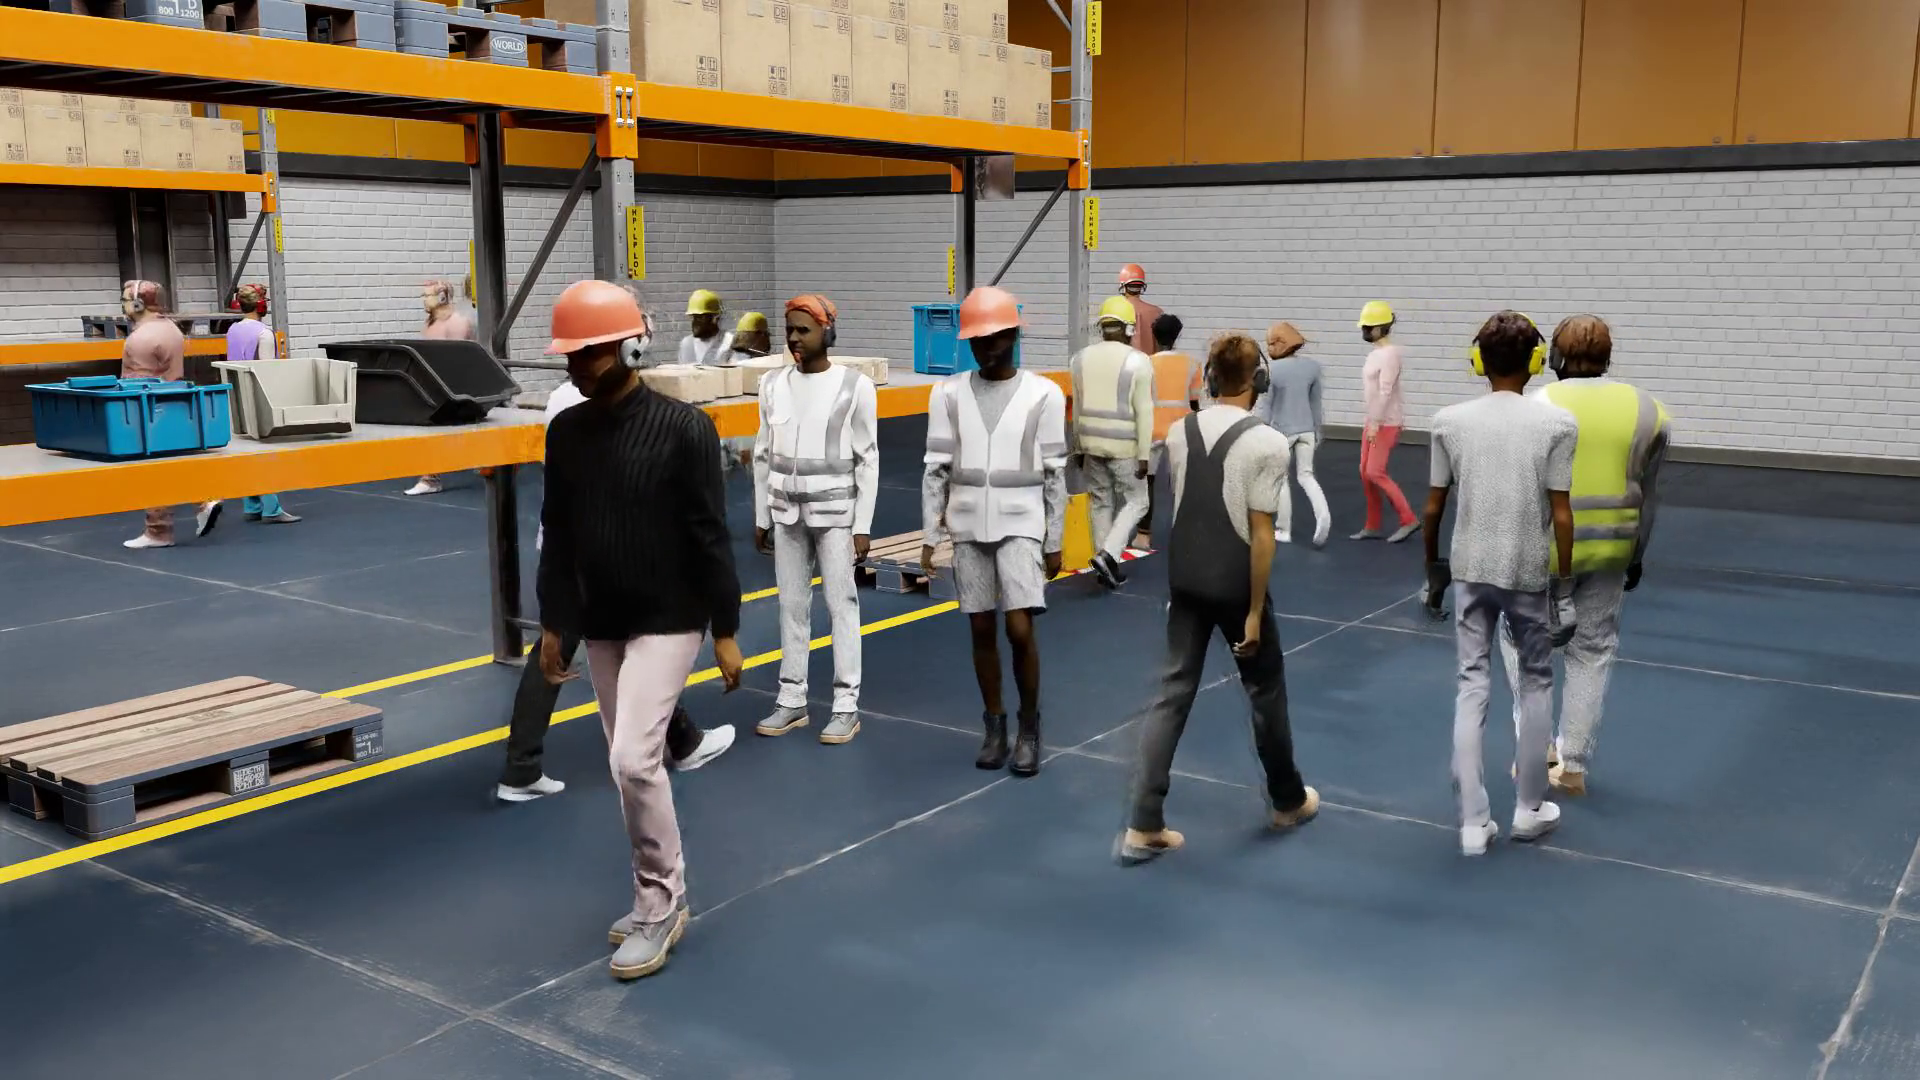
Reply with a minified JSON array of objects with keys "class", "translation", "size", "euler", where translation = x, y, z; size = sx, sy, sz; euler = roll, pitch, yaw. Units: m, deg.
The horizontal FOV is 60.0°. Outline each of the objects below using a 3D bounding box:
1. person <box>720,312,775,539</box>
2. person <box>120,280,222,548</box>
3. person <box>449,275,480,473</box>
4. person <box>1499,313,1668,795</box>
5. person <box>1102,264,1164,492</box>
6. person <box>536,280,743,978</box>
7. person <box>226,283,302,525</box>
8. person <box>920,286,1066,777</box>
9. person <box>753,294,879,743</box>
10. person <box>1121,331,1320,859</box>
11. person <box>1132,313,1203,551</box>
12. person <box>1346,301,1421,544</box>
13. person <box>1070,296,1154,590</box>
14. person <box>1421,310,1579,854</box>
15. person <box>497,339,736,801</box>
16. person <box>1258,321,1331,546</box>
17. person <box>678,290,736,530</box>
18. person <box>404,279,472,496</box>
[{"class":"person","translation":[-1.467,-0.679,11.153],"size":[0.917,1.684,0.487],"euler":[-6,11,-30]},{"class":"person","translation":[-5.617,-0.875,11.684],"size":[0.541,1.892,0.665],"euler":[-1,10,-4]},{"class":"person","translation":[-4.659,-1.556,15.690],"size":[0.642,1.914,0.699],"euler":[6,11,30]},{"class":"person","translation":[2.318,0.061,6.305],"size":[0.634,1.826,0.452],"euler":[0,10,2]},{"class":"person","translation":[1.504,-1.413,14.590],"size":[0.609,1.995,0.378],"euler":[-3,10,-18]},{"class":"person","translation":[-0.980,0.254,4.744],"size":[0.646,1.963,0.672],"euler":[5,11,30]},{"class":"person","translation":[-5.400,-1.038,12.785],"size":[0.570,1.849,0.380],"euler":[7,12,37]},{"class":"person","translation":[0.120,-0.024,6.521],"size":[0.553,1.917,0.517],"euler":[2,10,13]},{"class":"person","translation":[-0.620,-0.085,7.019],"size":[0.574,1.883,0.356],"euler":[4,10,24]},{"class":"person","translation":[0.893,0.185,5.702],"size":[0.508,1.793,0.928],"euler":[8,12,39]},{"class":"person","translation":[1.434,-0.716,11.420],"size":[0.540,1.661,0.585],"euler":[-2,10,-10]},{"class":"person","translation":[3.040,-0.825,11.872],"size":[0.513,1.743,0.535],"euler":[0,10,-3]},{"class":"person","translation":[0.922,-0.576,10.146],"size":[0.603,1.809,0.475],"euler":[7,12,36]},{"class":"person","translation":[1.893,0.136,5.775],"size":[0.568,1.851,0.643],"euler":[6,11,32]},{"class":"person","translation":[-1.353,0.051,6.325],"size":[0.624,1.873,1.025],"euler":[8,13,41]},{"class":"person","translation":[2.375,-0.738,11.766],"size":[0.527,1.604,0.678],"euler":[-3,10,-19]},{"class":"person","translation":[-1.854,-0.898,12.065],"size":[0.618,1.810,0.554],"euler":[5,11,30]},{"class":"person","translation":[-4.430,-1.336,14.510],"size":[0.634,1.871,0.876],"euler":[7,12,37]}]
